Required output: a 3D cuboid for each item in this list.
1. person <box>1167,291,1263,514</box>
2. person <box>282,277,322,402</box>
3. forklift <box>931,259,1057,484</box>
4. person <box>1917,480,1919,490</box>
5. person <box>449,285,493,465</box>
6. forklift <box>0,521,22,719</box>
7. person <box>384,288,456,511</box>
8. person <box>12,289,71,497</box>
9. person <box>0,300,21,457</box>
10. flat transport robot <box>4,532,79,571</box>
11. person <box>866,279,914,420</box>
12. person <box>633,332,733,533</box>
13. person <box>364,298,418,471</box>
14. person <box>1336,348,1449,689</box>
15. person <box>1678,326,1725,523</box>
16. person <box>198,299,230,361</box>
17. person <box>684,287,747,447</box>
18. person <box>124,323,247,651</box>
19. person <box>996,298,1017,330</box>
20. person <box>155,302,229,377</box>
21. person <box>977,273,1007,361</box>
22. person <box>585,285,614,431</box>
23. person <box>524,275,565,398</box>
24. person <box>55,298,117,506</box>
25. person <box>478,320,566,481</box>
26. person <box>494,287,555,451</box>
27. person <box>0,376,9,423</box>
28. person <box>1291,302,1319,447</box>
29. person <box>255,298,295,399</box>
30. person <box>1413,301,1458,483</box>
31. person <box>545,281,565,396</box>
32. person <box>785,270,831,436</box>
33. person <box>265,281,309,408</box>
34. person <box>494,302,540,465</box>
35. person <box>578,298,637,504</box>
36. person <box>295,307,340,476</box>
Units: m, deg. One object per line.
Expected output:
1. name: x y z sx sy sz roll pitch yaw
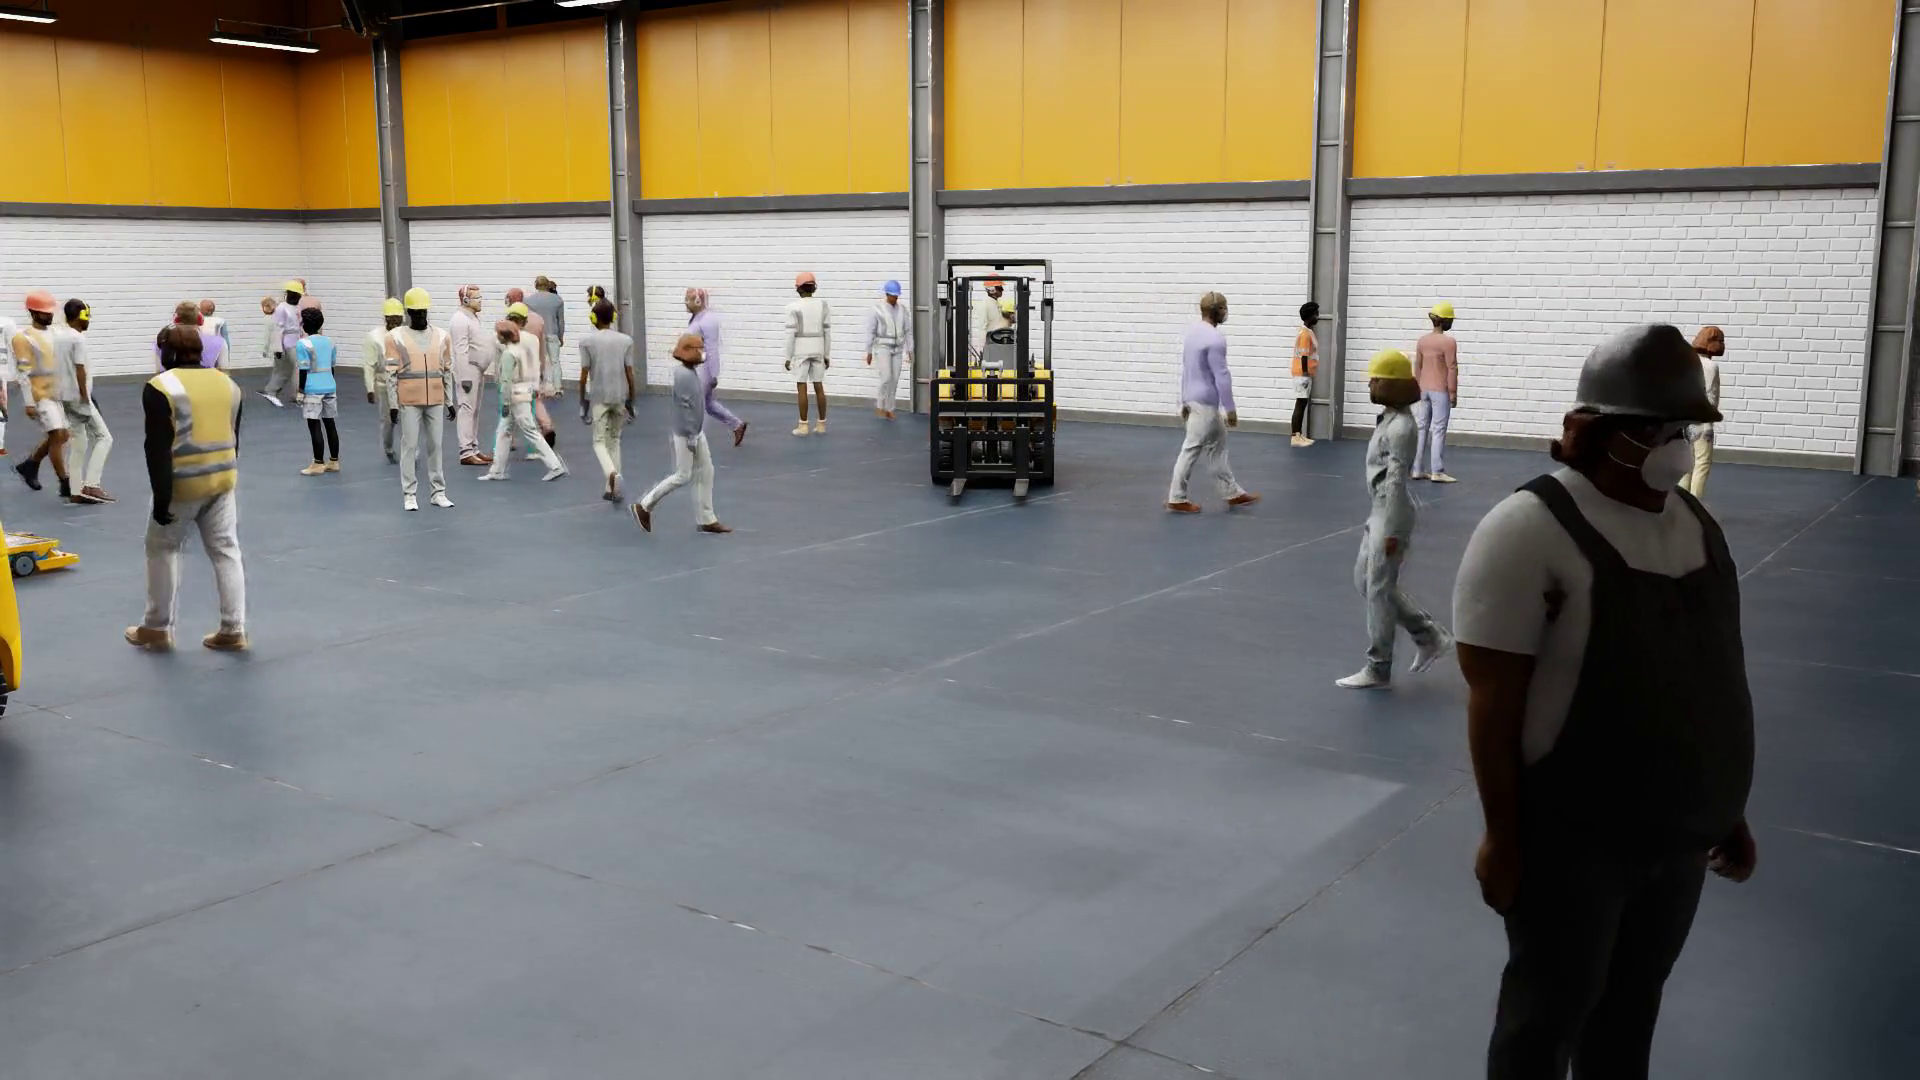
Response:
1. person: 2.212 -1.153 14.150 0.968 1.892 0.647 -2 10 -9
2. person: -10.077 -3.052 25.440 0.410 1.909 0.642 9 13 43
3. forklift: 0.370 -1.738 16.759 1.214 2.155 2.313 1 10 3
4. person: 8.730 -1.205 14.271 0.873 1.965 0.622 -3 10 -16
5. person: -5.184 -1.754 17.707 0.401 1.910 0.642 0 10 -2
6. forklift: -5.296 -0.090 6.943 1.214 2.155 2.313 7 12 35
7. person: -4.684 -1.223 14.483 0.593 1.926 0.366 -8 12 -38
8. person: -8.405 -1.327 15.196 0.778 1.905 0.586 2 10 14
9. person: -10.726 -1.849 18.423 0.659 1.858 0.676 -1 10 -8
10. flat transport robot: -6.830 0.148 11.240 0.652 0.197 1.431 5 11 28
11. person: -0.943 -2.555 22.467 0.615 1.913 0.521 -6 11 -33
12. person: -2.196 -0.835 13.106 0.695 1.607 0.501 1 10 7
13. person: -5.905 -1.633 17.376 0.624 1.790 0.883 -4 11 -25
14. person: 2.178 -0.096 8.331 0.457 1.730 0.500 2 10 11
15. person: 6.129 -0.946 13.723 0.309 1.626 0.514 1 10 6
16. person: -10.864 -2.677 24.080 0.522 1.622 0.610 -3 10 -15
17. person: -2.822 -1.924 18.823 0.798 1.880 0.653 -4 10 -22
18. person: -4.332 -0.287 9.237 0.820 1.810 0.663 4 10 24
19. person: 0.550 -1.816 18.521 0.382 1.751 0.540 4 11 25
20. person: -6.547 -1.116 14.249 0.589 1.821 0.466 -4 10 -21
21. person: 0.429 -2.506 21.921 0.381 1.994 0.622 4 10 23
22. person: -4.531 -2.284 21.037 0.391 1.855 0.532 3 10 18
23. person: -6.535 -3.192 26.191 0.628 1.937 0.378 -5 11 -25
24. person: -7.801 -1.225 14.792 0.582 1.828 0.528 7 12 38
25. person: -4.289 -1.349 16.261 0.860 1.593 0.522 -1 10 -6
26. person: -4.938 -1.917 18.774 0.649 1.881 0.867 -9 13 -43
27. person: -9.060 -1.194 15.292 0.875 1.582 0.534 7 12 37
28. person: 4.023 -1.928 19.394 0.322 1.689 0.530 2 10 14
29. person: -10.711 -3.000 26.064 0.856 1.578 0.549 1 10 7
30. person: 4.681 -1.447 16.297 0.326 1.767 0.533 -5 11 -27
31. person: -6.579 -3.243 26.767 0.429 1.843 0.633 -1 10 -7
32. person: -1.892 -2.300 20.562 0.614 2.038 0.396 -6 11 -31
33. person: -9.929 -2.886 24.552 0.867 1.880 0.578 0 10 1
34. person: -4.754 -1.672 17.747 0.522 1.728 0.849 1 10 4
35. person: -3.102 -1.216 14.730 0.519 1.840 0.732 -5 11 -27
36. person: -6.496 -1.496 16.796 0.318 1.697 0.536 3 10 17
